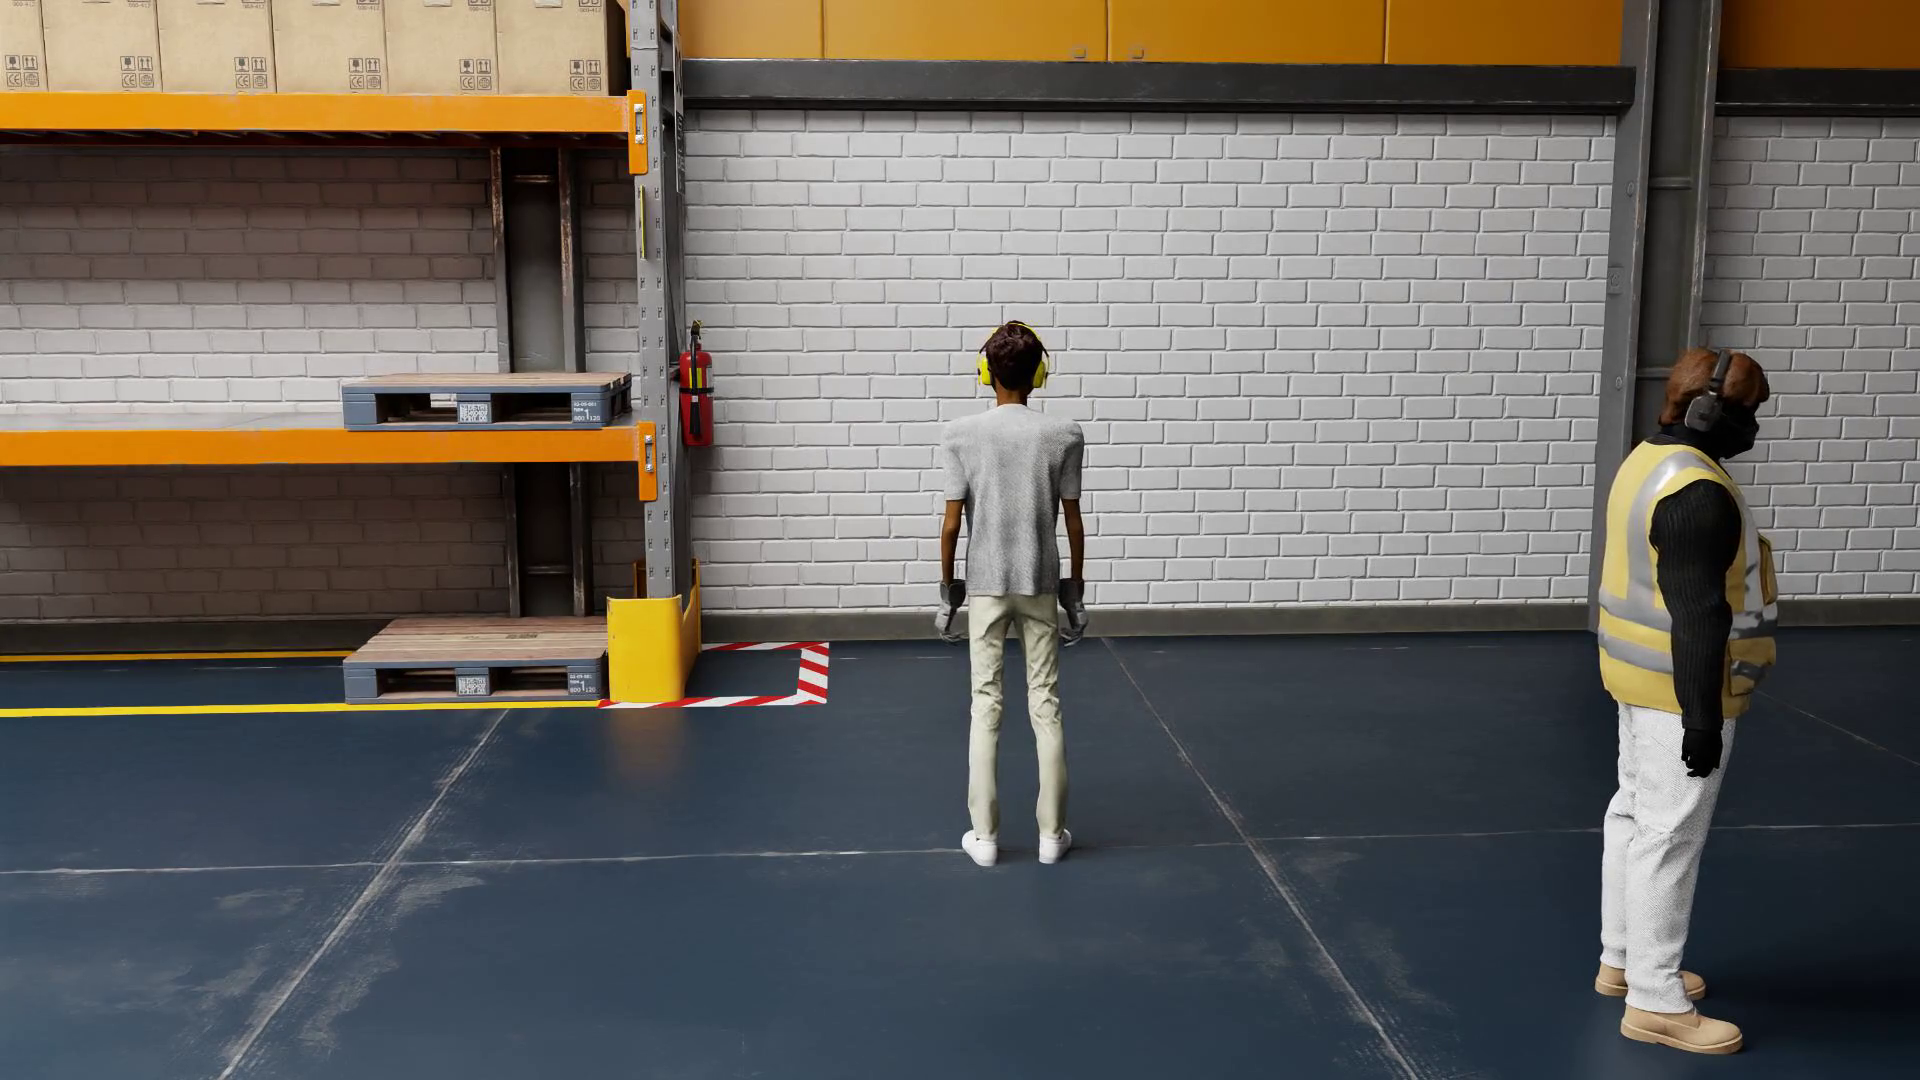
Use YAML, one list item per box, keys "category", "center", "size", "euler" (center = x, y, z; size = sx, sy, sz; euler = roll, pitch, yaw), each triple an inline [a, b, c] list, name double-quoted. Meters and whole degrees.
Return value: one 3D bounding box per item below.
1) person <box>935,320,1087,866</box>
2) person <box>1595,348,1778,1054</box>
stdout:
- category: "person"
  center: [0.176, 0.188, 5.712]
  size: [0.521, 1.870, 0.319]
  euler: [0, 9, -2]
- category: "person"
  center: [1.924, 0.411, 4.426]
  size: [0.429, 1.834, 0.636]
  euler: [2, 9, 10]
